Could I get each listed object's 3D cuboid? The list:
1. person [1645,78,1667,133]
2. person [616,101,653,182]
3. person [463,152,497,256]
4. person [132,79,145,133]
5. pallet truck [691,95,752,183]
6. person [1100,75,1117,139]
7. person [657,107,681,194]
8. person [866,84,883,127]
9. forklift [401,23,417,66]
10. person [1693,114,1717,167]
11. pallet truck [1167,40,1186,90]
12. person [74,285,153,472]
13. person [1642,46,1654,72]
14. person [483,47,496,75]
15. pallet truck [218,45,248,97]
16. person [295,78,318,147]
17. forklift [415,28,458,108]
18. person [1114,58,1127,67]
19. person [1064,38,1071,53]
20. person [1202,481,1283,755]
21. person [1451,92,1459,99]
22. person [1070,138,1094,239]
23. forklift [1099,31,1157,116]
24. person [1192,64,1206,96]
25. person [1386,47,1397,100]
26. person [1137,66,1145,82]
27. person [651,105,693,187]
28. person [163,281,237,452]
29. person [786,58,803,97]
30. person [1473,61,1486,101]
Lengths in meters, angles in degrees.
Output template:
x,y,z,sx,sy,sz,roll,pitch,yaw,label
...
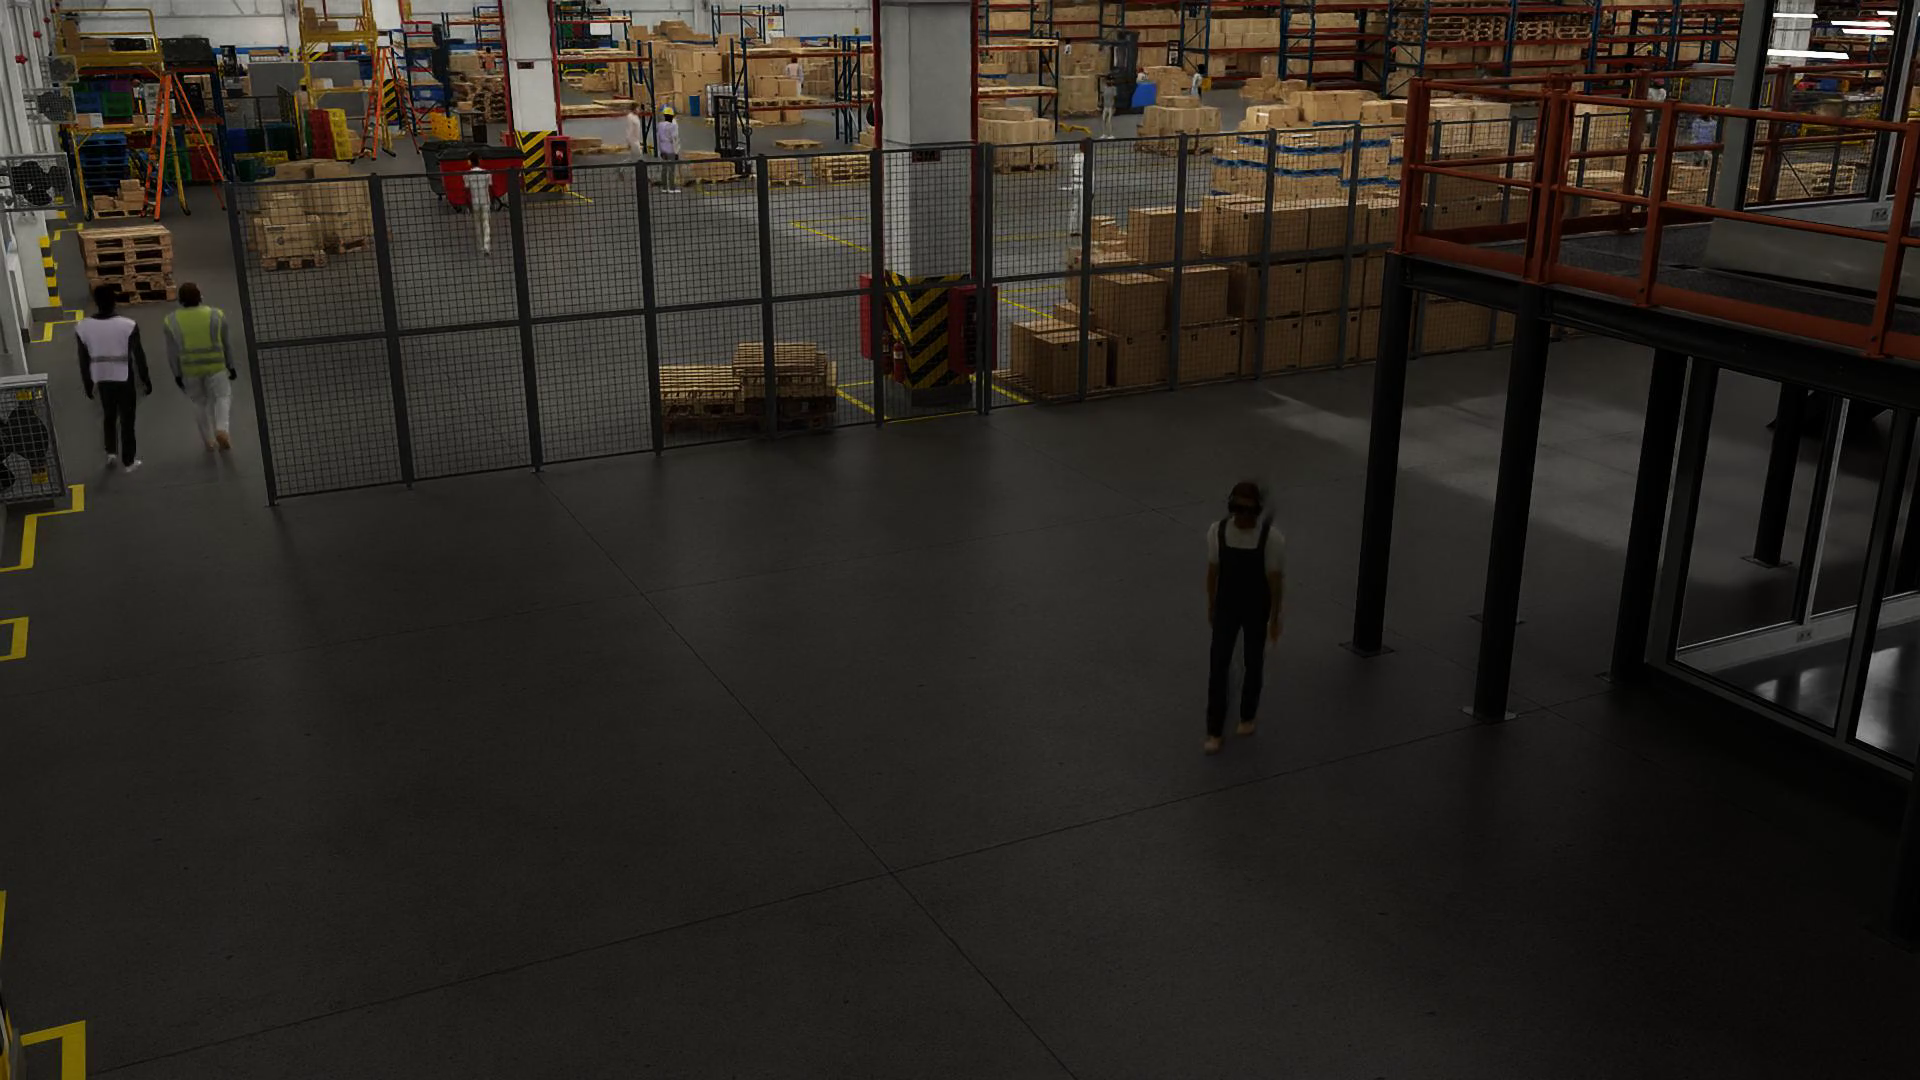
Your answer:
x,y,z,sx,sy,sz,roll,pitch,yaw,label
19.754,-12.224,47.428,0.610,2.017,0.944,-1,19,-3,person
-7.834,-9.502,39.685,0.836,1.911,0.644,1,19,4,person
-8.545,-5.998,29.665,0.532,1.826,0.859,-4,19,-12,person
-25.370,-13.402,51.411,0.519,1.633,0.313,5,20,13,person
-5.836,-9.608,39.856,0.823,1.965,1.885,10,22,27,pallet truck
4.434,-12.940,49.731,0.528,1.857,0.319,13,23,34,person
-6.601,-8.847,37.771,0.583,1.921,0.390,14,23,35,person
-2.219,-11.105,44.129,0.538,2.000,0.687,-1,19,-4,person
-21.323,-18.794,65.151,1.873,2.768,1.129,6,20,18,forklift
17.370,-9.183,38.831,0.561,1.872,0.972,9,21,24,person
9.045,-19.971,69.895,0.823,1.965,1.885,-3,19,-8,pallet truck
-8.552,-1.623,16.860,0.610,1.903,0.446,-2,19,-6,person
28.657,-19.656,69.330,0.316,1.769,0.523,-10,22,-27,person
-20.087,-20.219,71.098,0.539,1.680,0.390,-1,19,-2,person
-28.879,-18.665,66.111,0.823,1.965,1.885,-3,19,-9,pallet truck
-18.665,-12.231,47.575,0.585,1.920,0.383,-7,20,-19,person
-18.951,-17.120,60.297,1.873,2.768,1.129,-3,19,-9,forklift
6.259,-18.023,64.428,1.030,1.878,0.652,16,24,38,person
5.117,-22.964,79.025,0.318,1.697,0.536,6,20,17,person
1.817,0.513,10.799,0.534,1.813,0.853,7,20,18,person
14.583,-12.590,48.989,0.690,1.673,0.538,5,20,15,person
2.308,-6.633,31.425,0.352,1.877,0.572,-17,25,-40,person
5.790,-16.137,57.449,1.873,2.768,1.129,-9,21,-25,forklift
7.750,-14.499,54.106,0.425,1.946,0.639,-2,19,-6,person
16.615,-17.942,64.015,0.374,1.997,0.613,4,19,10,person
6.197,-15.703,58.065,0.511,1.640,0.308,-5,20,-14,person
-6.720,-9.165,38.742,1.018,1.899,0.612,8,21,22,person
-7.952,-1.797,17.462,0.648,1.831,0.483,-7,20,-20,person
-5.969,-16.543,60.203,0.619,1.840,0.430,3,19,8,person
17.579,-15.170,56.103,0.668,1.915,0.640,4,19,12,person
